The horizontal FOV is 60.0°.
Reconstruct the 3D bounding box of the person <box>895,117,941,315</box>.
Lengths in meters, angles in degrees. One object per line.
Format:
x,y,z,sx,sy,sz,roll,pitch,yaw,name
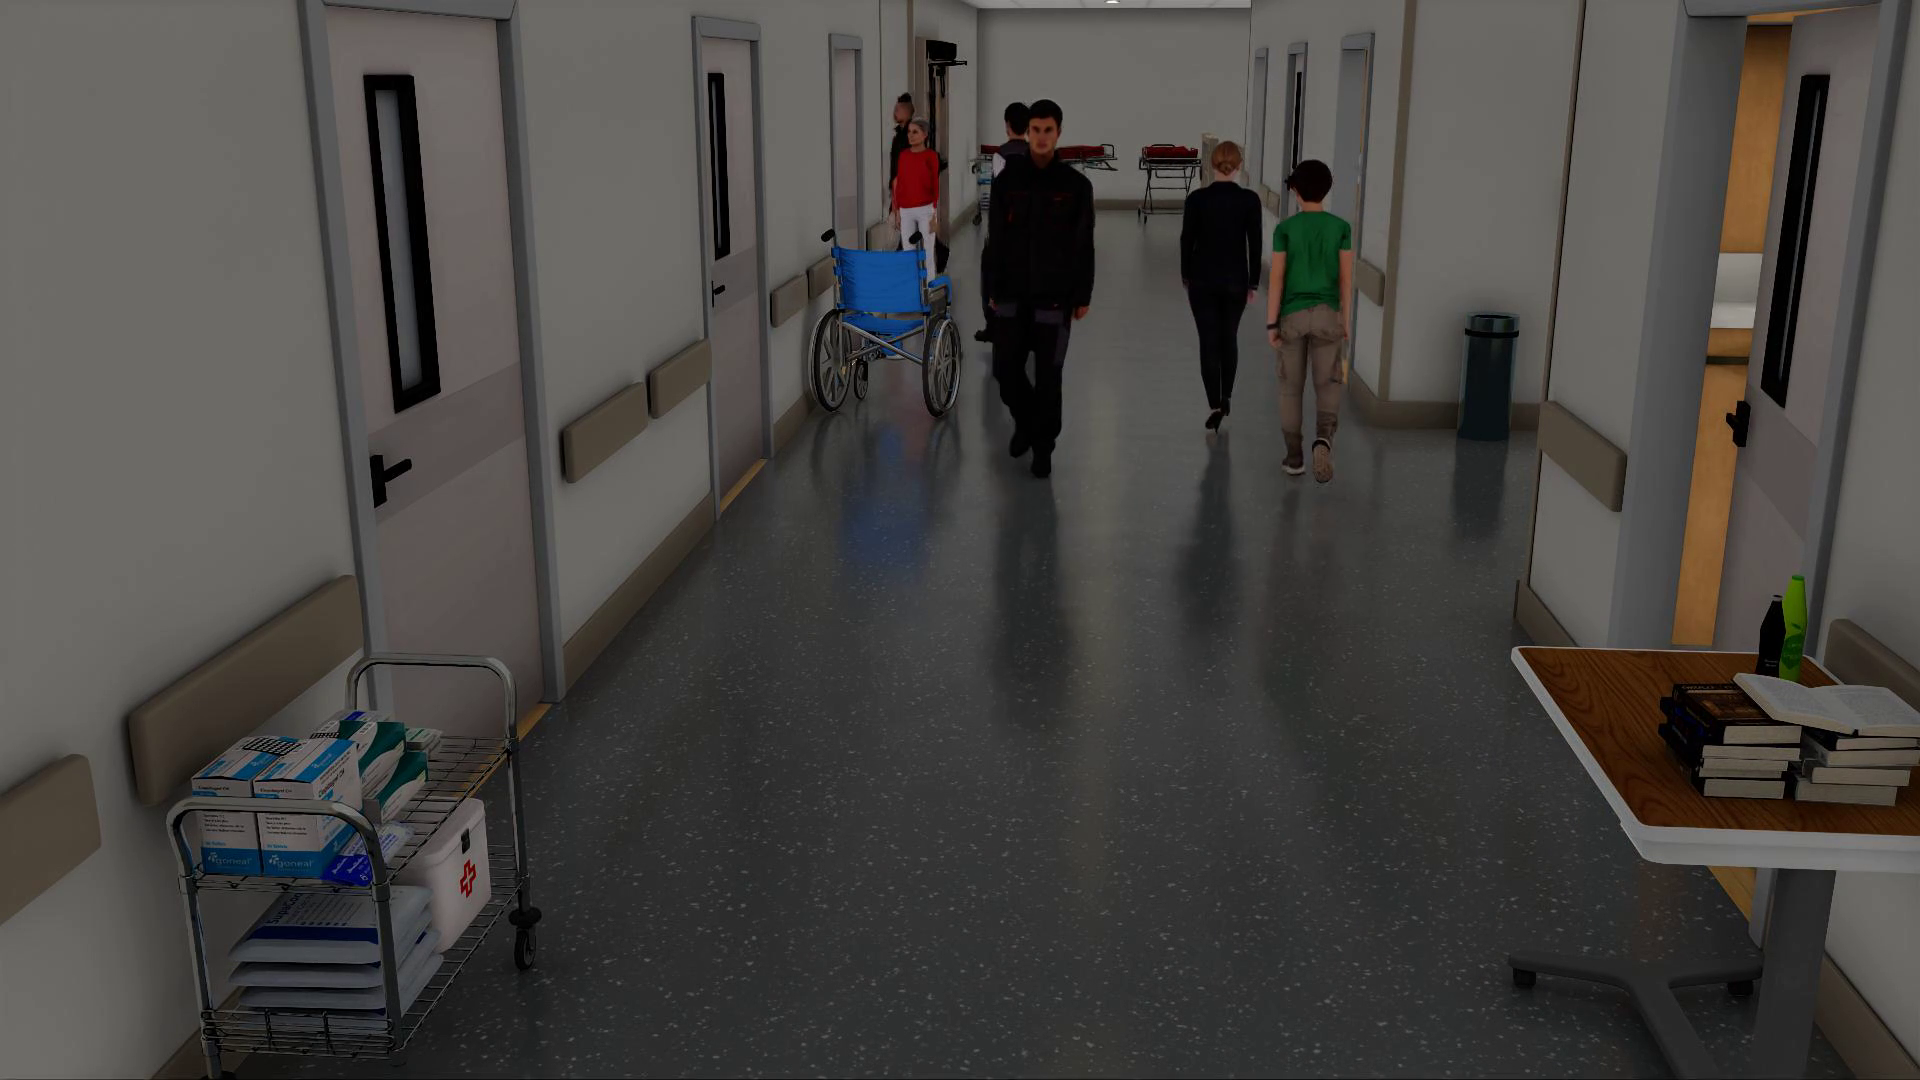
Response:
-0.364,-2.834,14.554,0.608,1.694,0.603,6,17,20,person

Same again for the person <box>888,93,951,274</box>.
-0.458,-3.590,16.962,1.085,1.844,1.064,-7,17,-25,person

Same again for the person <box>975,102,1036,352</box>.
0.473,-2.326,12.503,0.910,1.830,0.978,-10,19,-32,person

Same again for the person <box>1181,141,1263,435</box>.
1.509,-1.443,9.673,0.626,1.665,0.779,0,16,2,person

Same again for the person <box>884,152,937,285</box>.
-0.647,-3.162,16.472,0.724,1.285,0.841,7,17,24,person

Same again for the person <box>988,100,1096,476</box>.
0.420,-1.327,8.778,0.752,1.928,0.753,3,16,11,person

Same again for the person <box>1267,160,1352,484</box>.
1.804,-1.093,8.478,0.578,1.640,0.926,1,16,5,person
